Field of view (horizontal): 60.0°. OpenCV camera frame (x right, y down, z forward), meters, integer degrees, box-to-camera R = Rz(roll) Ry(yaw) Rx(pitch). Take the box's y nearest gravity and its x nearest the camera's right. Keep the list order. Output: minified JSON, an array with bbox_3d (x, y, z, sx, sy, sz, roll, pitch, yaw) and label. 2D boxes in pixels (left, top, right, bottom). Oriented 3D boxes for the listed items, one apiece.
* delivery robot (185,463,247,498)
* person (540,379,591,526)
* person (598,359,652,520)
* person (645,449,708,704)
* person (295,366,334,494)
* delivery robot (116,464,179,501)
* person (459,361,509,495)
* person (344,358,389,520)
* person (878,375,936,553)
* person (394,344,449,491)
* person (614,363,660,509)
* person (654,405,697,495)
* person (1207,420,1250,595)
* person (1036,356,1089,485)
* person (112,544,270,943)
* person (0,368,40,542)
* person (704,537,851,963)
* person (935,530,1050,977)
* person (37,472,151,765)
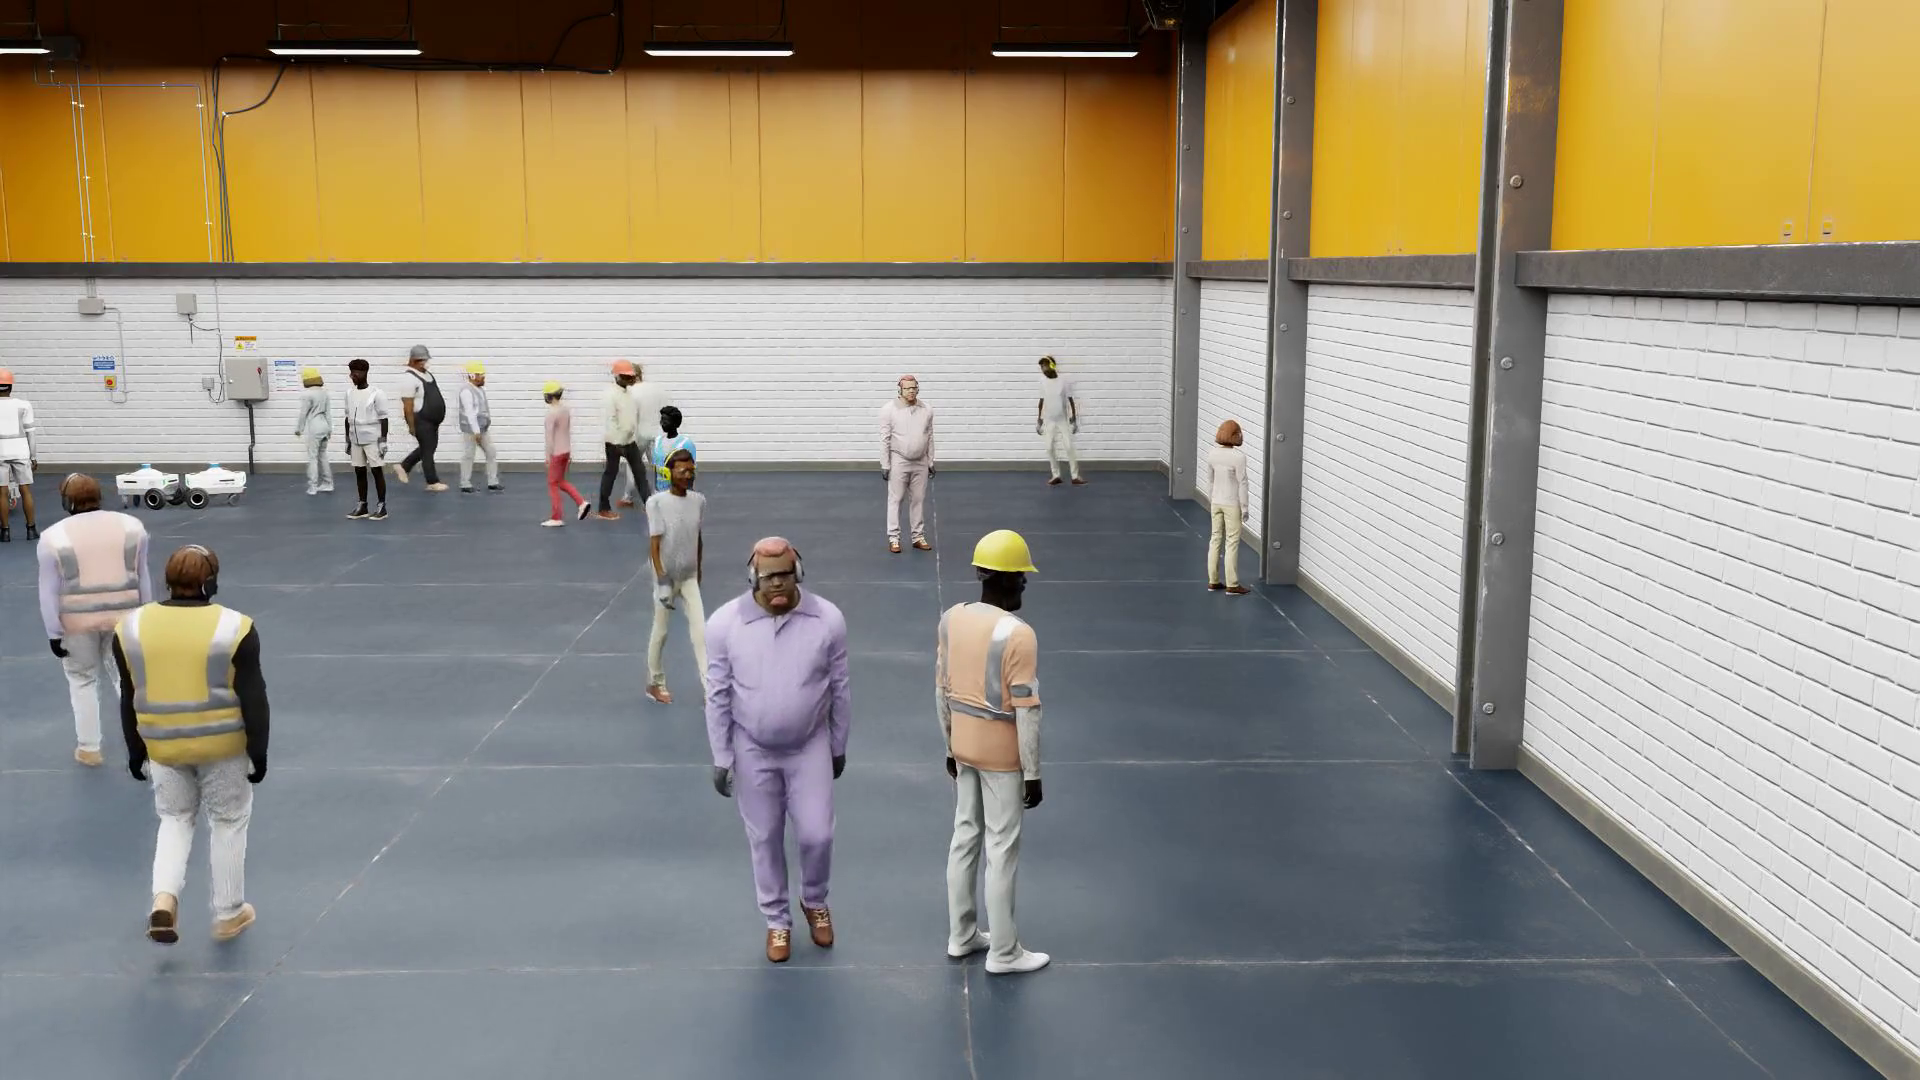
[{"bbox_3d":[-9.505,-0.745,21.247,0.707,0.478,0.477,-4,10,-25],"label":"delivery robot"},{"bbox_3d":[-4.691,-1.016,19.551,0.467,1.751,0.524,2,10,13],"label":"person"},{"bbox_3d":[-3.970,-1.188,19.990,1.005,1.943,0.628,4,10,22],"label":"person"},{"bbox_3d":[-1.898,0.284,11.375,0.503,1.816,0.990,-7,12,-37],"label":"person"},{"bbox_3d":[-8.729,-1.484,22.504,0.359,1.725,0.483,1,9,6],"label":"person"},{"bbox_3d":[-10.333,-0.728,21.146,0.707,0.478,0.477,1,9,9],"label":"delivery robot"},{"bbox_3d":[-6.415,-1.491,22.303,0.737,1.805,0.606,1,9,7],"label":"person"},{"bbox_3d":[-7.191,-1.218,20.116,0.613,1.963,0.362,3,10,20],"label":"person"},{"bbox_3d":[-0.551,-0.820,17.861,0.651,1.907,0.409,-5,10,-27],"label":"person"},{"bbox_3d":[-7.434,-1.693,22.807,0.769,2.000,0.690,1,9,5],"label":"person"},{"bbox_3d":[-3.930,-1.277,20.783,1.035,1.875,0.653,6,11,33],"label":"person"},{"bbox_3d":[-2.825,-0.484,16.440,0.535,1.697,0.321,7,11,35],"label":"person"},{"bbox_3d":[2.511,-0.308,15.556,0.274,1.634,0.506,-6,11,-35],"label":"person"},{"bbox_3d":[1.436,-1.660,23.278,0.742,1.824,0.360,3,10,16],"label":"person"},{"bbox_3d":[-3.398,0.927,7.398,0.641,1.822,0.536,-1,9,-5],"label":"person"},{"bbox_3d":[-10.581,-0.942,18.517,0.545,1.939,0.354,-5,11,-30],"label":"person"},{"bbox_3d":[-0.786,0.918,7.263,0.638,1.890,0.421,-1,9,-8],"label":"person"},{"bbox_3d":[0.152,0.910,7.202,0.384,1.922,0.593,-8,12,-40],"label":"person"},{"bbox_3d":[-5.192,0.497,10.051,0.635,1.819,0.679,-8,13,-42],"label":"person"}]
